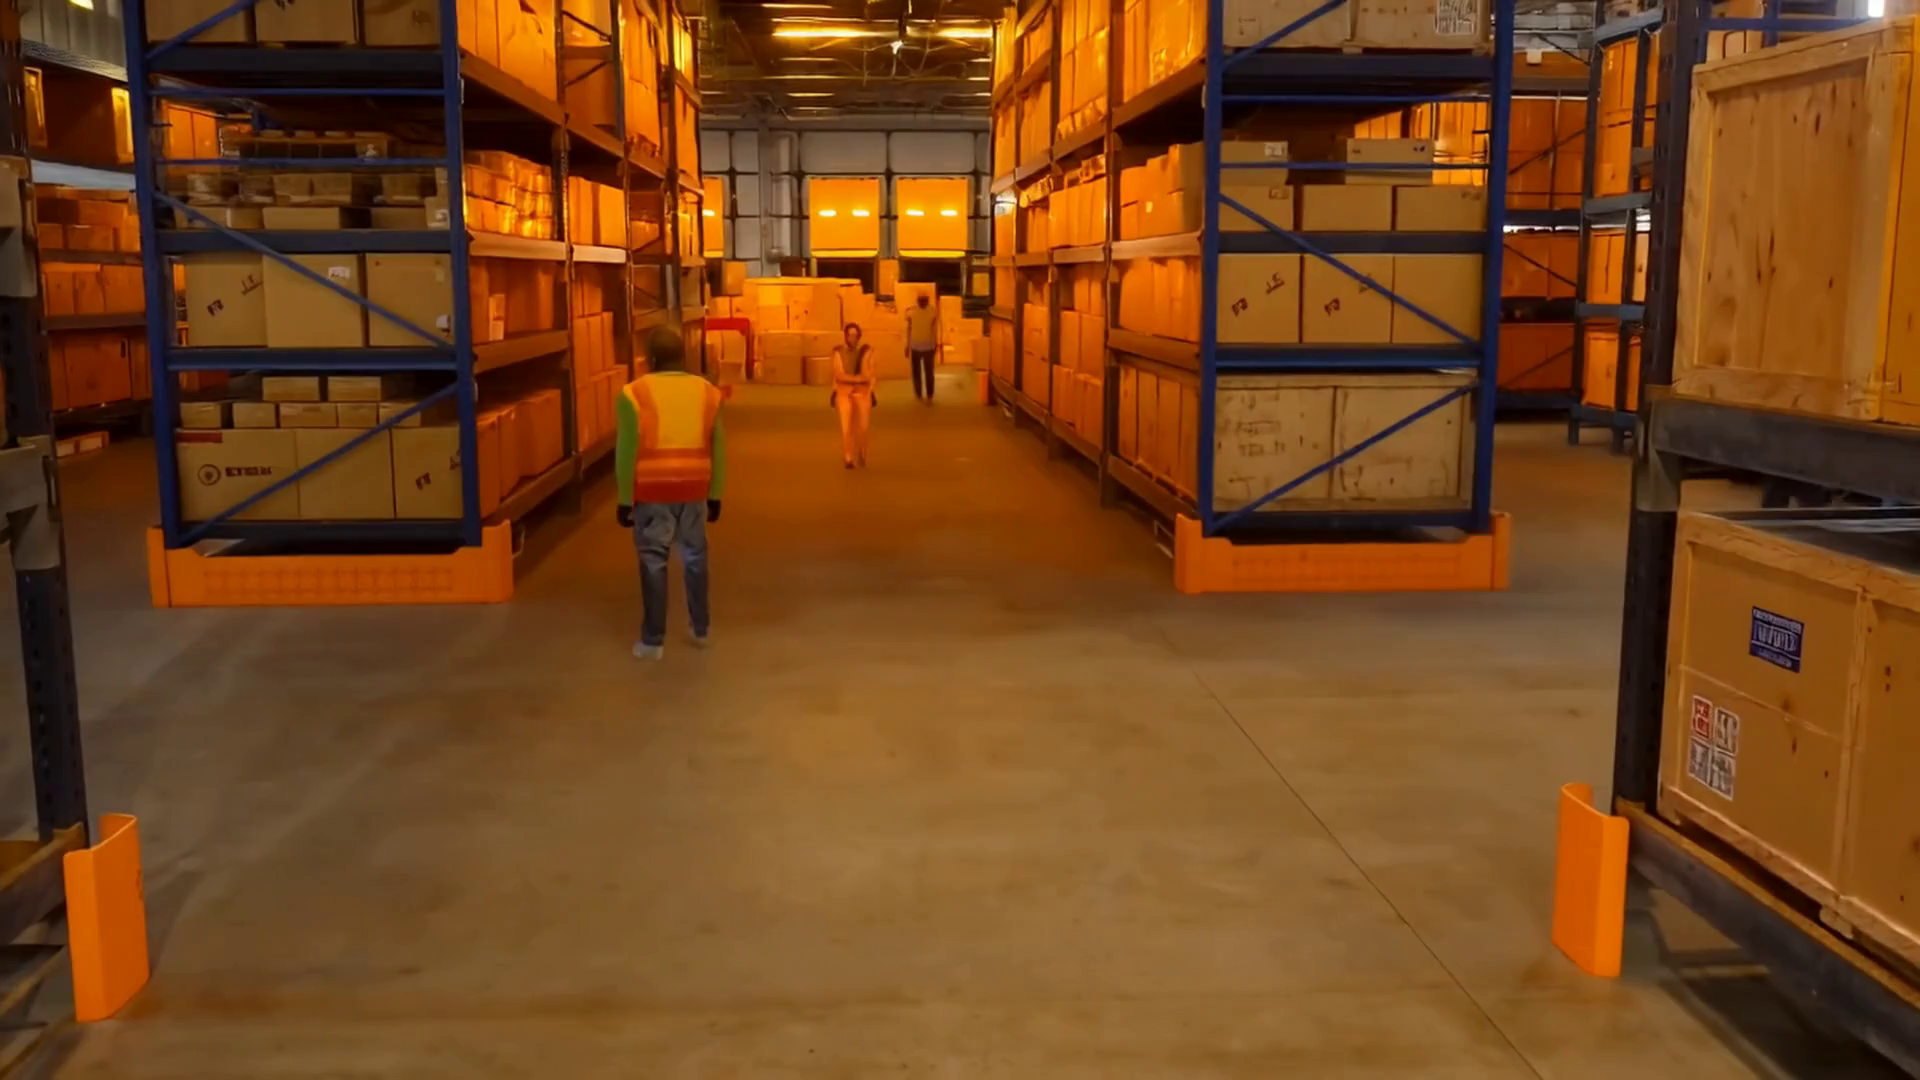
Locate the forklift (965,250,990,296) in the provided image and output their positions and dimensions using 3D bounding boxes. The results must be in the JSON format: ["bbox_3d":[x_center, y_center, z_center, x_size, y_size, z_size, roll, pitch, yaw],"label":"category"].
[{"bbox_3d":[0.636,-6.855,47.373,1.129,2.768,1.873,2,9,13],"label":"forklift"}]

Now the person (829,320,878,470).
[{"bbox_3d":[-1.168,-1.590,18.235,0.532,1.630,0.417,0,9,1],"label":"person"}]

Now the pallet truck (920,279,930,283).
[{"bbox_3d":[-0.932,-8.922,63.114,1.885,1.965,0.823,2,9,13],"label":"pallet truck"}]

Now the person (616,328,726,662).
[{"bbox_3d":[-1.589,-0.241,9.139,0.631,1.833,0.429,-6,11,-34],"label":"person"}]

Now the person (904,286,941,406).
[{"bbox_3d":[-0.617,-3.197,27.348,0.602,1.954,1.030,0,9,-1],"label":"person"}]

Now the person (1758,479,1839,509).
[{"bbox_3d":[5.425,-0.507,10.795,1.051,1.861,0.606,-7,11,-38],"label":"person"}]
